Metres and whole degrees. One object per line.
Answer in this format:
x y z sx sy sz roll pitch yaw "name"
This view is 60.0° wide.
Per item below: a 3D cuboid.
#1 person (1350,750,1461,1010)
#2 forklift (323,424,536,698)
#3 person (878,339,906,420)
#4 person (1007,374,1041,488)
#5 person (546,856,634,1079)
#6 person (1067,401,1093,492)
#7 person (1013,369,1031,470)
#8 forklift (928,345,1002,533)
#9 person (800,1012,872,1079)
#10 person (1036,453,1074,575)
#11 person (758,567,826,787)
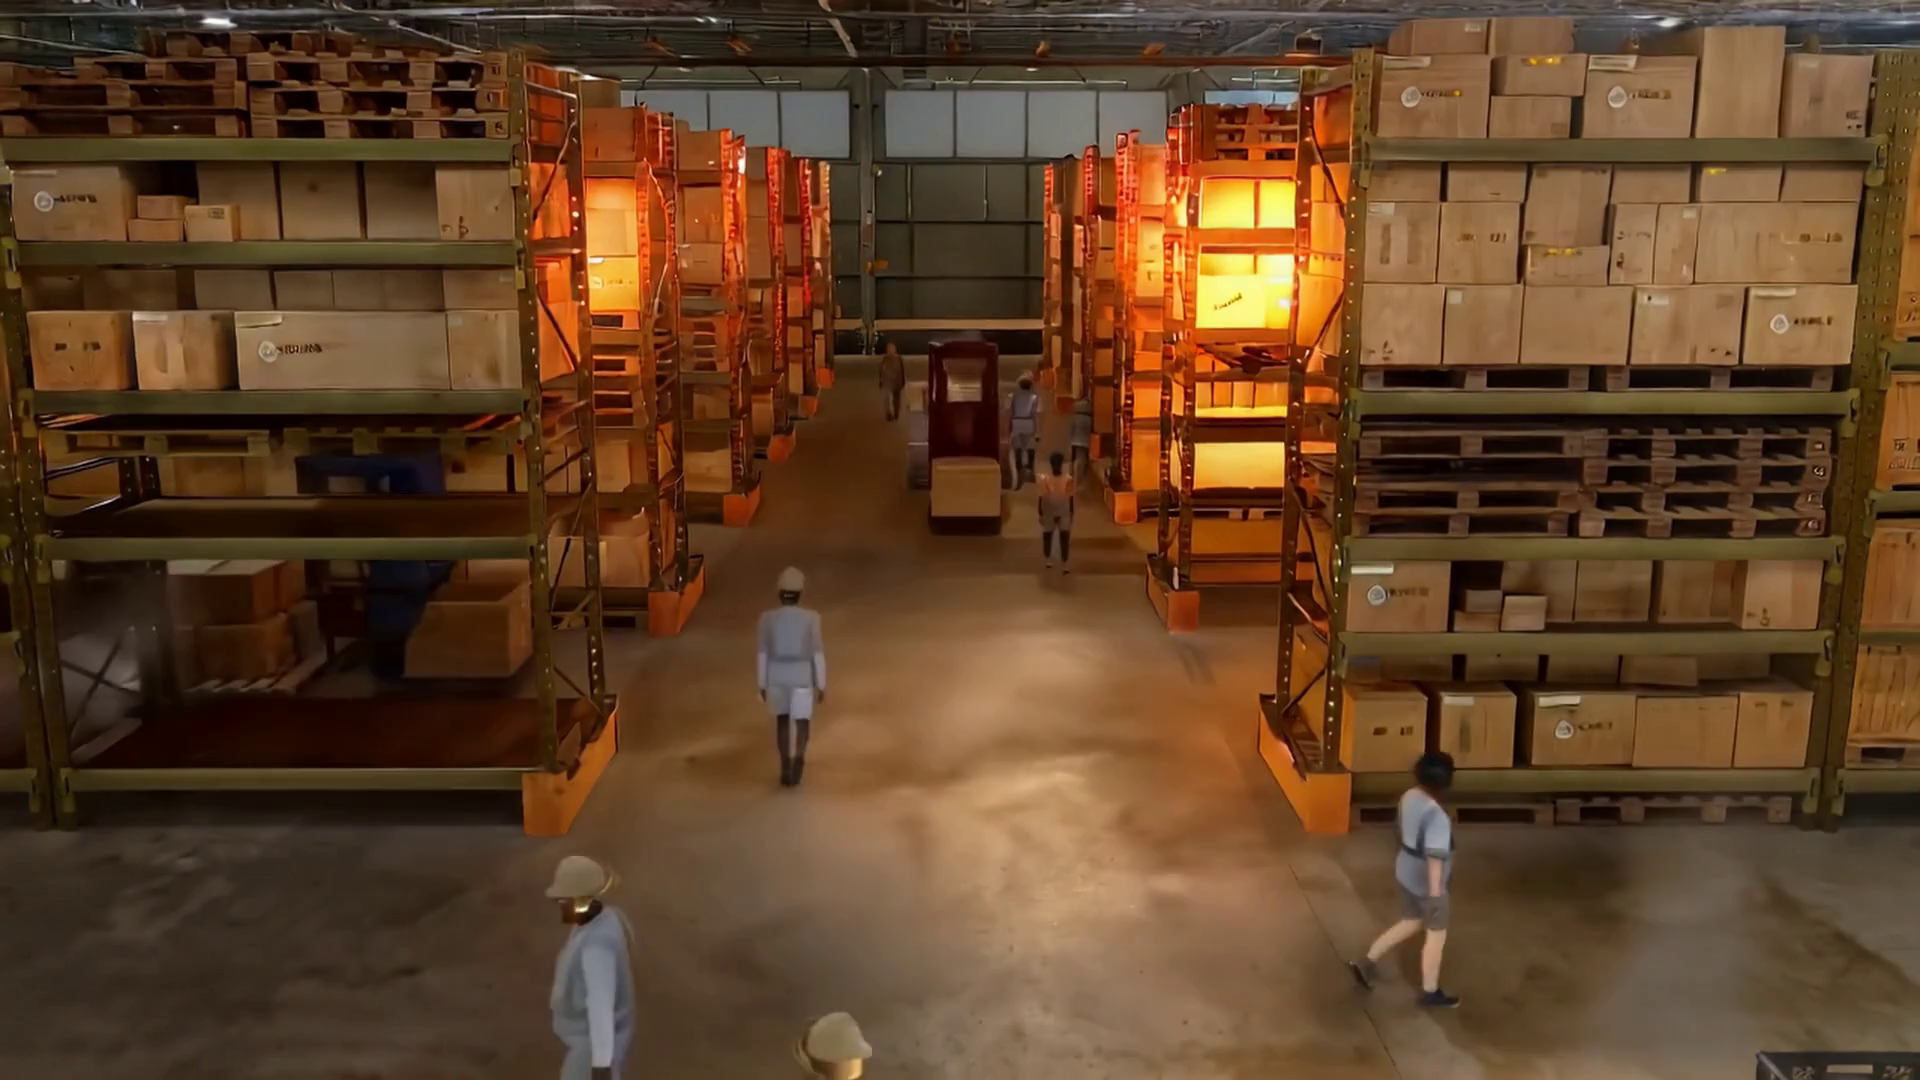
2.796 2.099 10.265 0.595 1.681 0.538 -2 12 -9 "person"
-5.389 0.183 16.793 1.873 2.768 1.129 0 11 -1 "forklift"
-1.560 -3.679 38.393 0.643 1.896 0.578 -2 12 -7 "person"
1.154 -1.977 29.717 0.612 1.981 1.061 2 12 11 "person"
-1.857 2.437 8.264 0.477 1.816 0.630 -2 12 -10 "person"
2.084 -1.621 28.934 0.556 1.601 0.384 11 16 44 "person"
1.213 -2.280 31.458 0.399 1.900 0.650 -1 11 -3 "person"
0.067 -1.617 25.713 1.129 2.768 1.873 0 11 -2 "forklift"
-0.598 2.763 6.861 0.838 1.732 0.524 1 11 5 "person"
1.289 -0.365 22.542 0.548 1.650 0.854 -1 11 -5 "person"
-1.441 1.198 14.176 0.587 1.913 0.634 0 11 2 "person"
